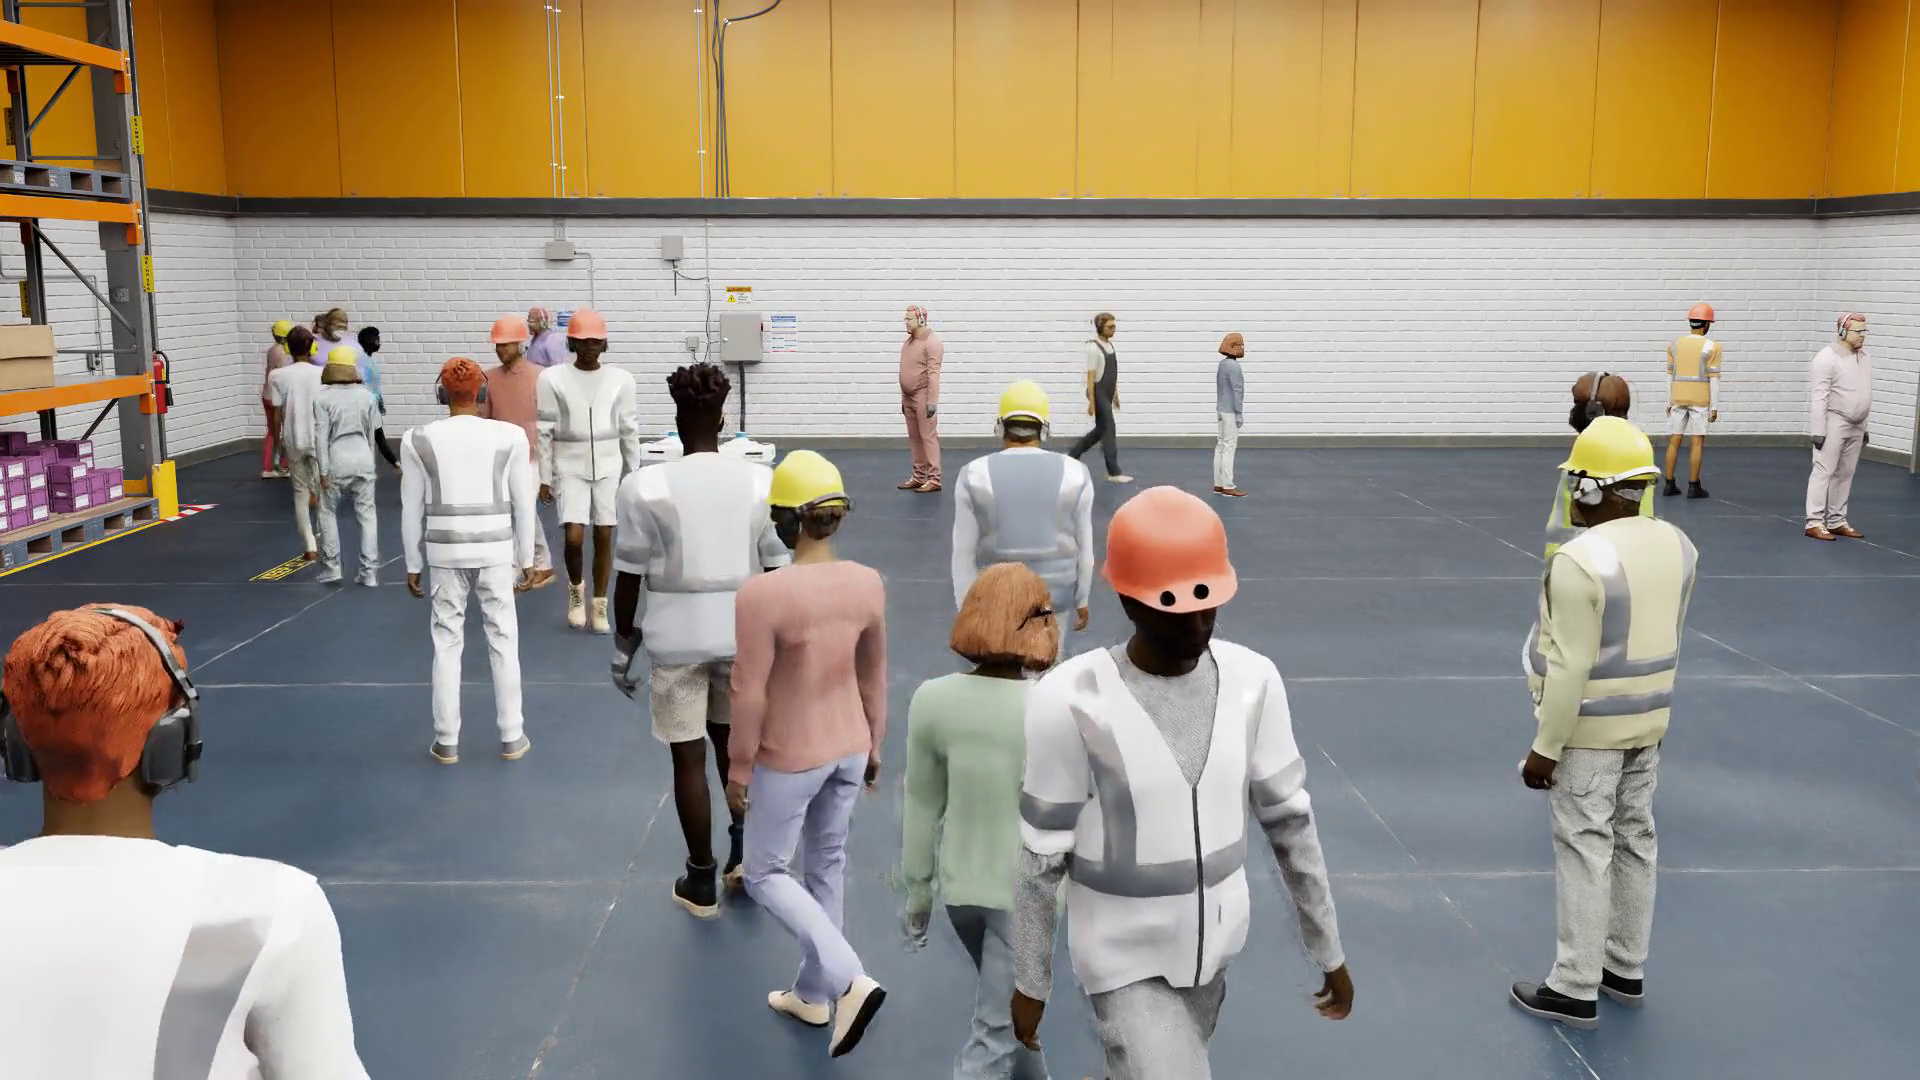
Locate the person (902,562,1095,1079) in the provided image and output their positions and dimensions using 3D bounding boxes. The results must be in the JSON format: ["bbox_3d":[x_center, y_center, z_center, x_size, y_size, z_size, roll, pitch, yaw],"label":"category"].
[{"bbox_3d":[0.121,0.843,3.937,0.513,1.586,0.879,7,12,37],"label":"person"}]

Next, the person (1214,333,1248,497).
[{"bbox_3d":[2.710,-1.254,16.643,0.279,1.634,0.497,-2,9,-11],"label":"person"}]

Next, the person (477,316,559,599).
[{"bbox_3d":[-3.090,-0.566,11.497,0.653,1.934,1.034,3,10,17],"label":"person"}]

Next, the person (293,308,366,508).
[{"bbox_3d":[-5.949,-1.226,15.659,0.714,1.899,0.449,-6,11,-34],"label":"person"}]

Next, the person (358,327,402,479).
[{"bbox_3d":[-6.263,-1.444,17.726,0.863,1.641,0.543,-2,10,-14],"label":"person"}]

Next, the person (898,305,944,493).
[{"bbox_3d":[-0.427,-1.437,16.973,0.402,1.901,0.647,-6,11,-31],"label":"person"}]

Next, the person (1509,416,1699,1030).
[{"bbox_3d":[1.913,0.545,5.003,0.586,1.835,0.403,-6,11,-34],"label":"person"}]

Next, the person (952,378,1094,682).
[{"bbox_3d":[0.265,0.234,6.967,0.597,1.813,0.420,0,9,-2],"label":"person"}]

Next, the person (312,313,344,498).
[{"bbox_3d":[-6.260,-1.331,16.483,0.589,1.834,0.436,-4,10,-21],"label":"person"}]

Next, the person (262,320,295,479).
[{"bbox_3d":[-7.269,-1.492,17.815,0.438,1.723,0.528,-7,12,-37],"label":"person"}]

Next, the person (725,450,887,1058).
[{"bbox_3d":[-0.403,0.619,4.779,0.561,1.752,0.536,9,13,44],"label":"person"}]

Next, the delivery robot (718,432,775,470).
[{"bbox_3d":[-2.292,-0.893,17.443,0.707,0.478,0.477,-2,9,-10],"label":"delivery robot"}]

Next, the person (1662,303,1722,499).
[{"bbox_3d":[7.270,-1.375,16.490,0.382,1.932,0.542,-8,12,-41],"label":"person"}]

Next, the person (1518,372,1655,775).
[{"bbox_3d":[2.721,0.175,7.307,0.574,1.821,0.652,8,12,39],"label":"person"}]

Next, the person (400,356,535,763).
[{"bbox_3d":[-2.268,0.092,7.692,0.593,1.873,0.368,-2,10,-15],"label":"person"}]

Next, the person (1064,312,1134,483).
[{"bbox_3d":[1.449,-1.519,17.706,0.824,1.825,0.510,4,10,24],"label":"person"}]

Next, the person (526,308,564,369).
[{"bbox_3d":[-4.523,-1.588,18.056,1.043,1.848,0.647,-4,10,-25],"label":"person"}]

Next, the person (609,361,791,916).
[{"bbox_3d":[-0.911,0.352,5.870,0.611,1.945,0.434,-5,11,-29],"label":"person"}]

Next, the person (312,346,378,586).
[{"bbox_3d":[-4.416,-0.524,11.948,0.492,1.711,0.606,-9,13,-44],"label":"person"}]

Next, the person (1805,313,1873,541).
[{"bbox_3d":[7.393,-0.943,13.937,0.640,1.902,0.402,-5,10,-27],"label":"person"}]

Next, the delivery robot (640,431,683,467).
[{"bbox_3d":[-3.021,-0.913,17.567,0.707,0.478,0.477,3,10,16],"label":"delivery robot"}]

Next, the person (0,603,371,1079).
[{"bbox_3d":[-1.060,0.984,2.261,0.601,1.846,0.889,0,9,-3],"label":"person"}]

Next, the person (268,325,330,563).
[{"bbox_3d":[-4.969,-0.707,12.665,0.513,1.847,0.671,-4,10,-22],"label":"person"}]

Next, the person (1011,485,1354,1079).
[{"bbox_3d":[0.431,0.802,3.338,0.664,1.871,1.018,-4,10,-25],"label":"person"}]

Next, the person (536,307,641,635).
[{"bbox_3d":[-2.279,-0.414,10.273,0.632,2.032,0.420,-4,10,-22],"label":"person"}]
